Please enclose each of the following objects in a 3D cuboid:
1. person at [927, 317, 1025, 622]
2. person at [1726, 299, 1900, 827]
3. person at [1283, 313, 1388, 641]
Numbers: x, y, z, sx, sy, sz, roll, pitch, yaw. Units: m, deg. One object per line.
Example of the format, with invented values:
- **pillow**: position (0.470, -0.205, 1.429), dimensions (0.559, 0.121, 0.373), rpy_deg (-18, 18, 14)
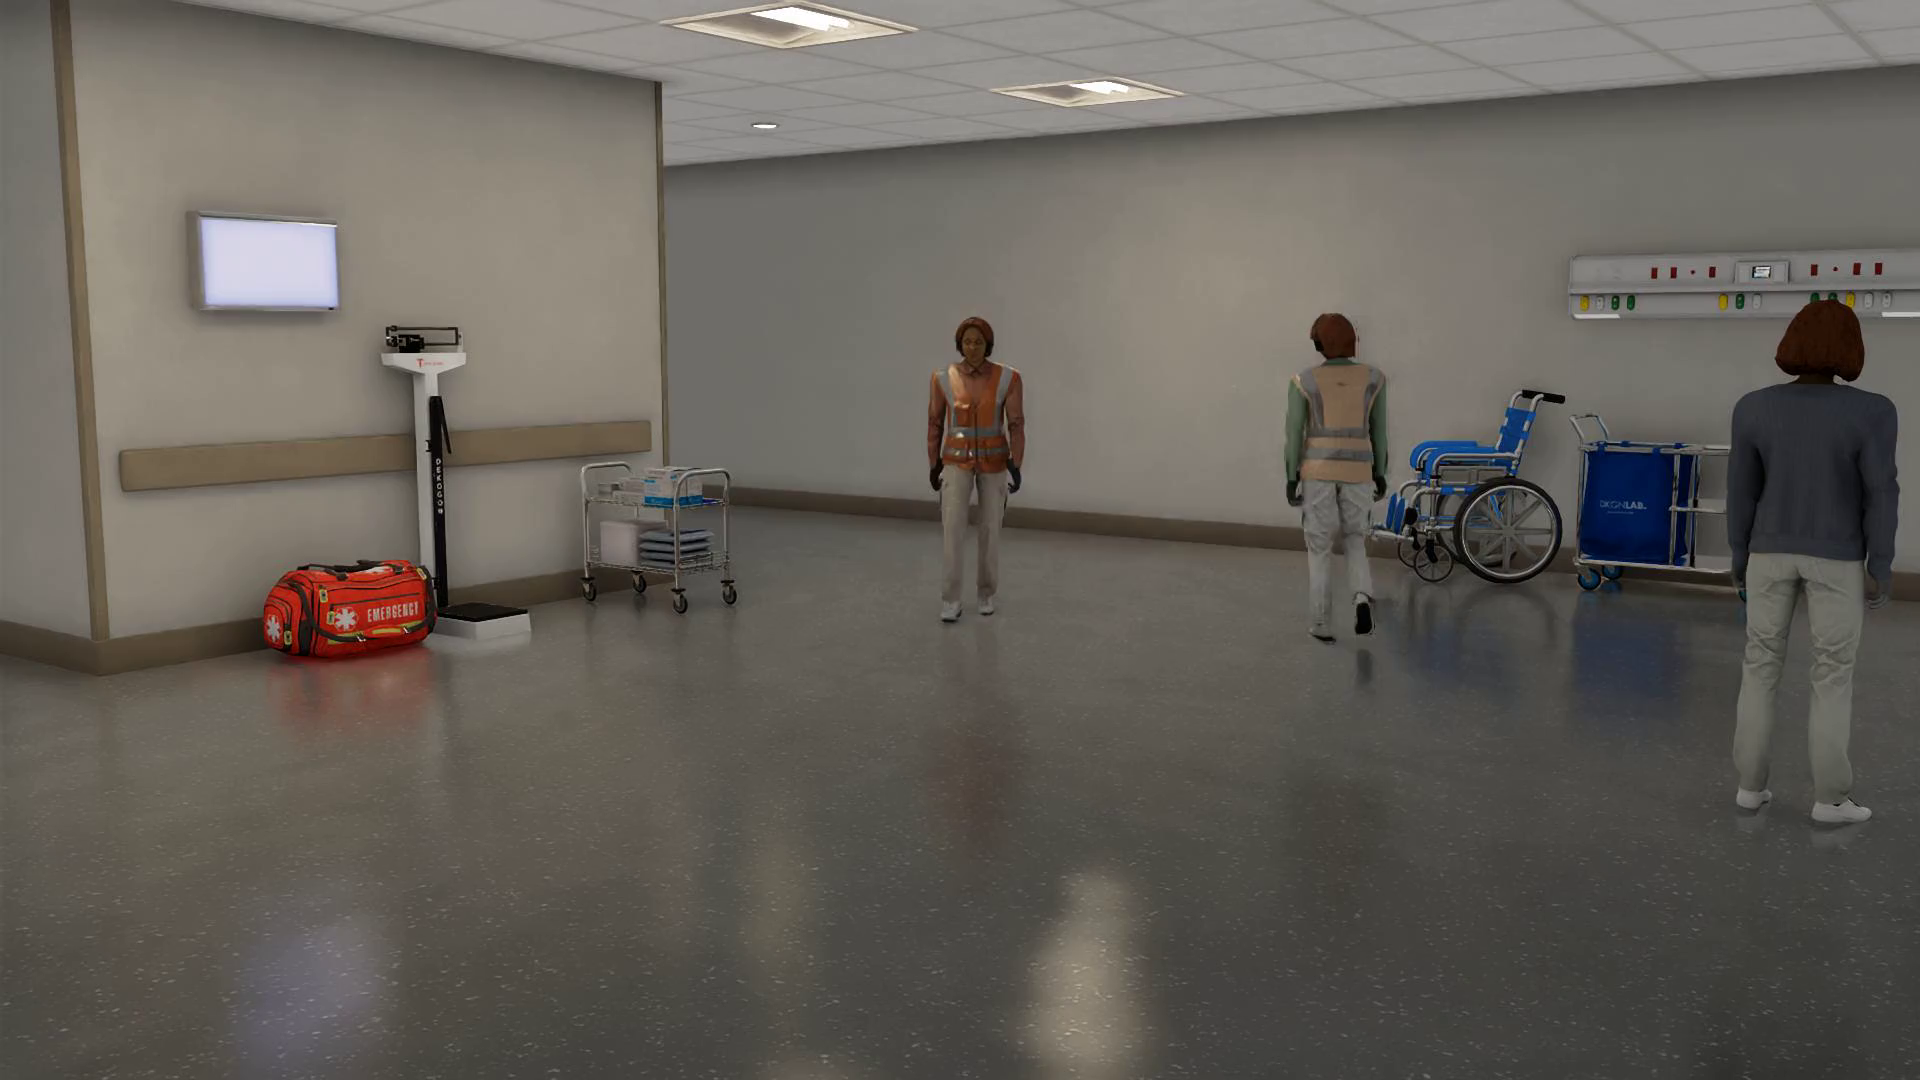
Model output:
- **person**: position (0.084, -0.368, 8.832), dimensions (0.522, 1.606, 0.682), rpy_deg (0, 7, 0)
- **person**: position (2.650, 0.072, 5.195), dimensions (0.280, 1.633, 0.503), rpy_deg (-7, 10, -43)
- **person**: position (1.856, -0.301, 8.202), dimensions (0.540, 1.622, 0.398), rpy_deg (0, 7, -3)
